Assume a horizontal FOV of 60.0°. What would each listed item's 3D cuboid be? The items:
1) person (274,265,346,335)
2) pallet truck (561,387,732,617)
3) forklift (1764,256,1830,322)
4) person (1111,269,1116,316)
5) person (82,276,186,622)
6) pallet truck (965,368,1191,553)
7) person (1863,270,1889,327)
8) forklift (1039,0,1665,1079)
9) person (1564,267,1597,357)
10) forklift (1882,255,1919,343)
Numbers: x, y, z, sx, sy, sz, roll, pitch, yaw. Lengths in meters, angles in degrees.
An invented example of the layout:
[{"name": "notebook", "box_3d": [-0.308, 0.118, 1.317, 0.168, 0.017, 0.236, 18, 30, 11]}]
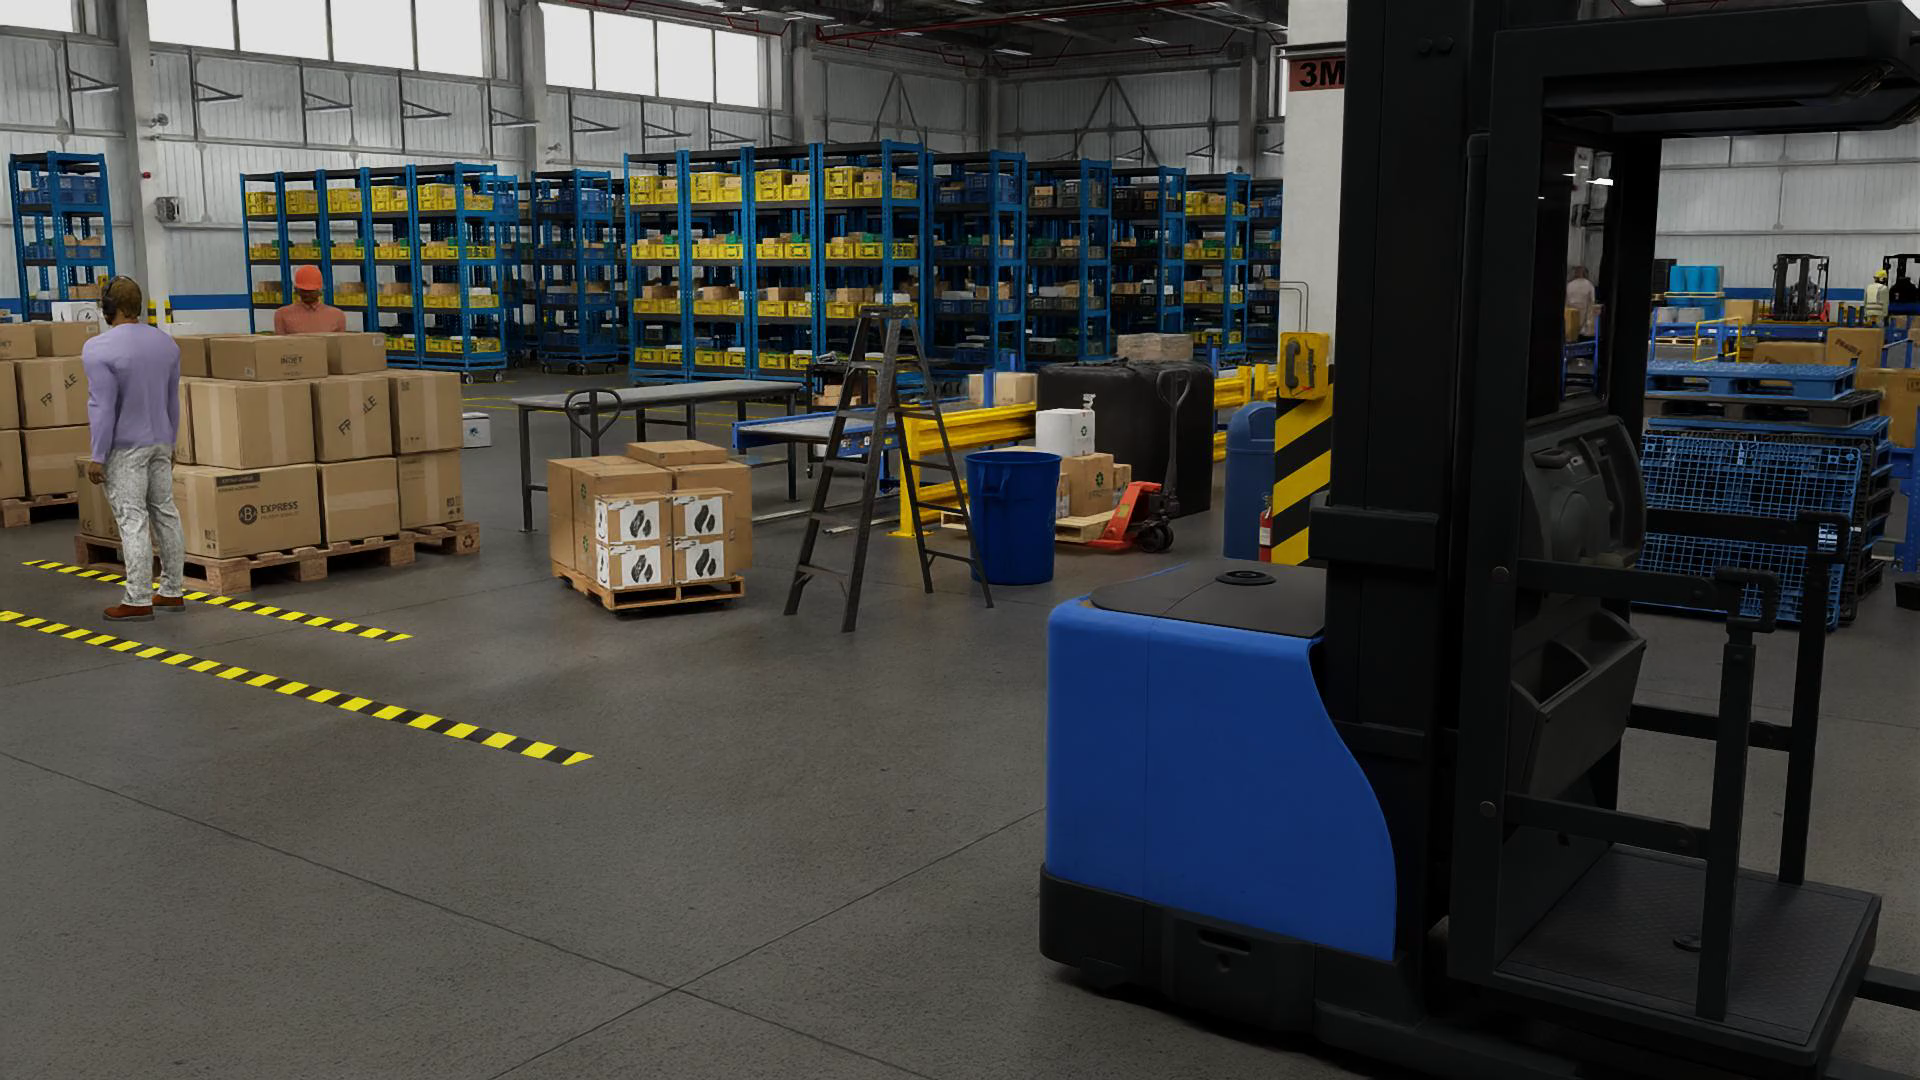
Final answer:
[{"name": "person", "box_3d": [-5.589, -1.373, 14.383, 0.611, 1.985, 0.393, -5, 11, -29]}, {"name": "pallet truck", "box_3d": [-1.981, -0.274, 10.088, 0.680, 1.201, 1.601, -5, 11, -28]}, {"name": "forklift", "box_3d": [20.253, -5.854, 40.139, 1.157, 1.987, 2.680, 7, 12, 35]}, {"name": "person", "box_3d": [3.669, -5.683, 40.482, 0.564, 1.840, 0.396, -8, 13, -40]}, {"name": "person", "box_3d": [-4.651, -0.508, 9.371, 0.372, 1.940, 0.630, 3, 10, 16]}, {"name": "pallet truck", "box_3d": [0.845, -0.609, 11.869, 1.630, 1.274, 0.653, 7, 12, 35]}, {"name": "person", "box_3d": [19.432, -4.794, 35.238, 0.403, 1.823, 0.586, -3, 10, -17]}, {"name": "forklift", "box_3d": [1.249, -0.137, 4.360, 1.873, 2.768, 1.129, 7, 12, 35]}, {"name": "person", "box_3d": [13.132, -4.817, 35.188, 0.660, 1.894, 0.417, 9, 13, 42]}, {"name": "forklift", "box_3d": [22.089, -5.634, 38.796, 1.157, 1.987, 2.680, 6, 11, 33]}]
